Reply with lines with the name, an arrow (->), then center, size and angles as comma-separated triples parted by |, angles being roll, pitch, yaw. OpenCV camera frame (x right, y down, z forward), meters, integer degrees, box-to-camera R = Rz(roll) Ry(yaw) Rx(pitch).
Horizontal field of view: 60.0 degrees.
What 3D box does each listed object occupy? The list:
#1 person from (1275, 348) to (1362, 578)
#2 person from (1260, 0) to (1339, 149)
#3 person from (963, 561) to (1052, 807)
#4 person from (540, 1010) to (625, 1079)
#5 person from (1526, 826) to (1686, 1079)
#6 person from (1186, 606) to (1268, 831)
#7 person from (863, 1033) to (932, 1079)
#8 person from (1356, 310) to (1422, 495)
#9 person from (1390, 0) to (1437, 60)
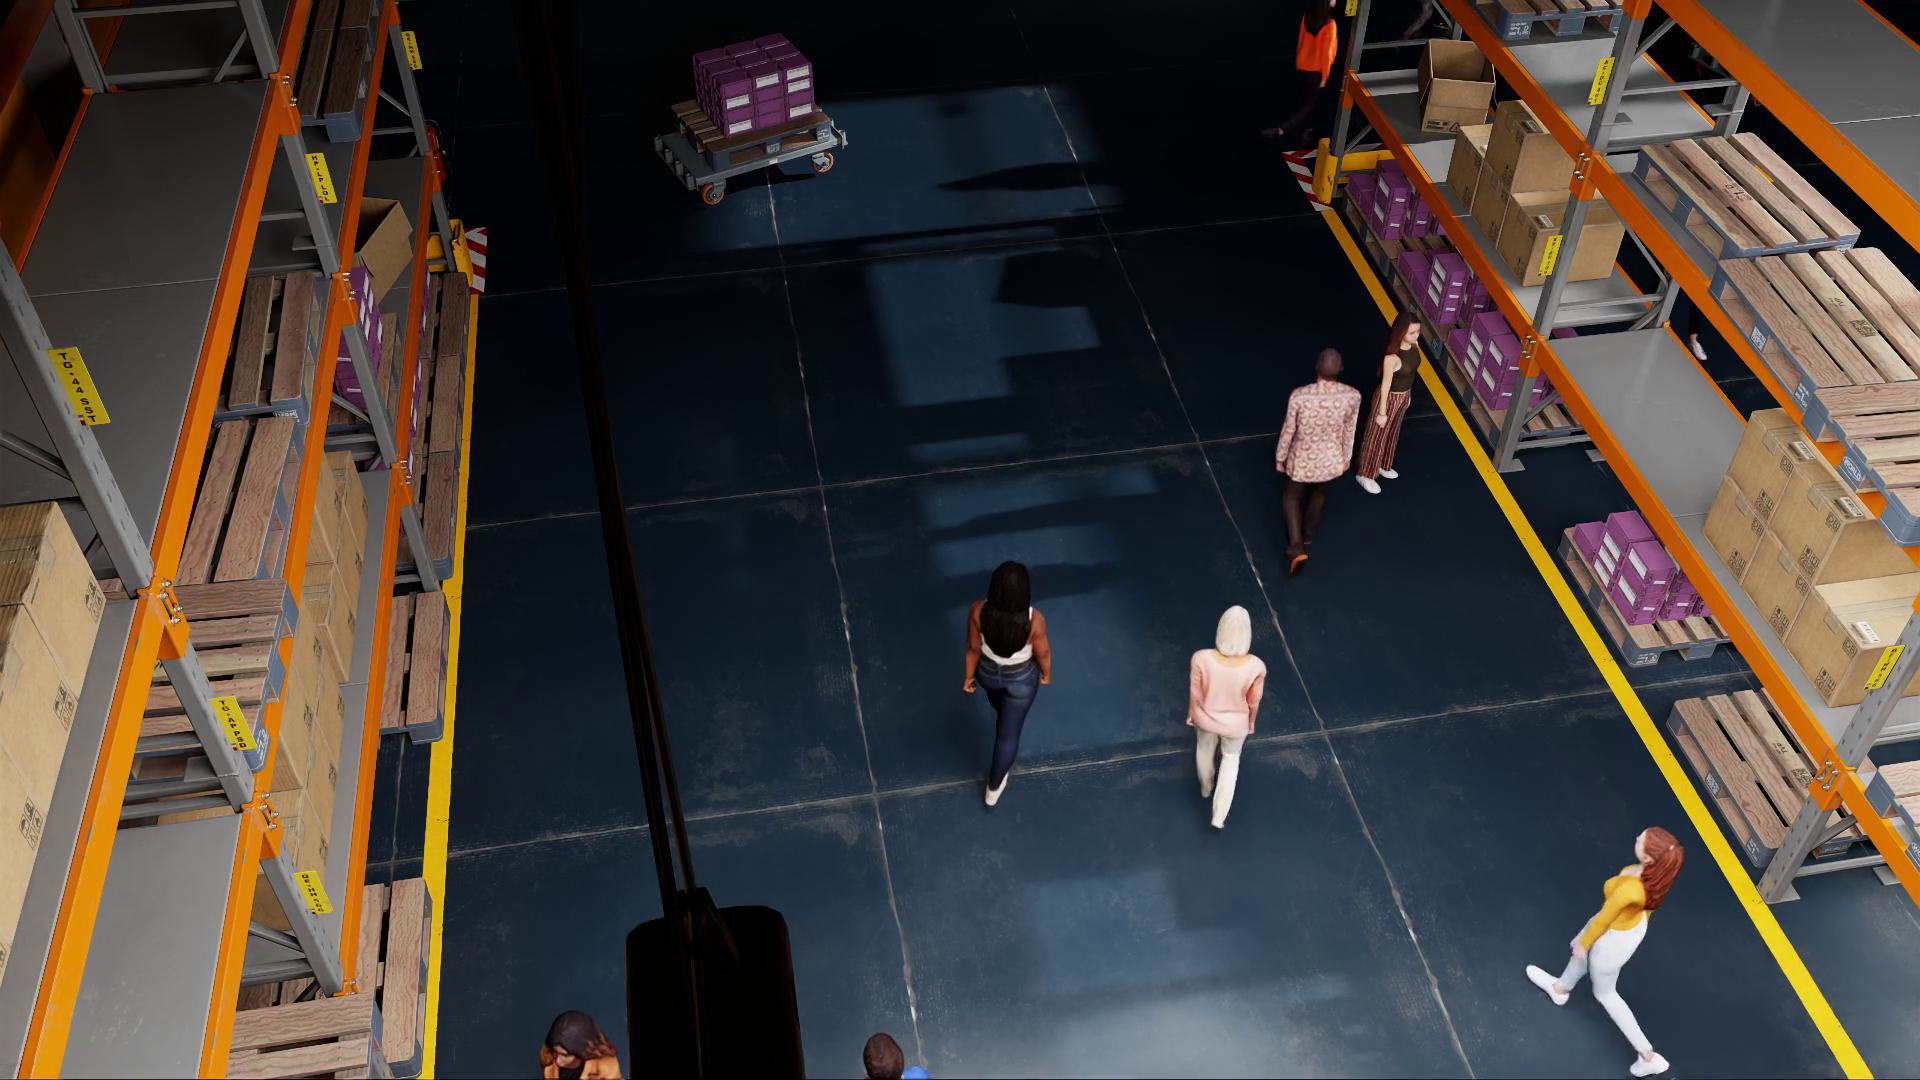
person -> 2.479, -0.511, 11.579 | 0.760, 1.783, 1.021 | -2, 44, -2
person -> 3.261, -4.413, 15.715 | 0.824, 1.729, 1.012 | -17, 46, -17
person -> 0.259, 0.902, 10.113 | 1.040, 1.761, 1.265 | 14, 45, 14
person -> -1.787, 2.814, 8.134 | 0.783, 1.722, 0.781 | 15, 46, 15
person -> 3.547, 2.168, 8.812 | 0.945, 1.722, 1.200 | -29, 51, -27
person -> 1.547, 1.104, 9.938 | 0.791, 1.709, 0.975 | 7, 44, 8
person -> -0.328, 2.920, 7.916 | 0.690, 1.869, 0.687 | -24, 49, -23
person -> 3.191, -1.053, 12.309 | 0.639, 1.562, 0.675 | -35, 53, -31
person -> 4.763, -5.783, 17.178 | 0.965, 1.695, 1.044 | -31, 52, -28
